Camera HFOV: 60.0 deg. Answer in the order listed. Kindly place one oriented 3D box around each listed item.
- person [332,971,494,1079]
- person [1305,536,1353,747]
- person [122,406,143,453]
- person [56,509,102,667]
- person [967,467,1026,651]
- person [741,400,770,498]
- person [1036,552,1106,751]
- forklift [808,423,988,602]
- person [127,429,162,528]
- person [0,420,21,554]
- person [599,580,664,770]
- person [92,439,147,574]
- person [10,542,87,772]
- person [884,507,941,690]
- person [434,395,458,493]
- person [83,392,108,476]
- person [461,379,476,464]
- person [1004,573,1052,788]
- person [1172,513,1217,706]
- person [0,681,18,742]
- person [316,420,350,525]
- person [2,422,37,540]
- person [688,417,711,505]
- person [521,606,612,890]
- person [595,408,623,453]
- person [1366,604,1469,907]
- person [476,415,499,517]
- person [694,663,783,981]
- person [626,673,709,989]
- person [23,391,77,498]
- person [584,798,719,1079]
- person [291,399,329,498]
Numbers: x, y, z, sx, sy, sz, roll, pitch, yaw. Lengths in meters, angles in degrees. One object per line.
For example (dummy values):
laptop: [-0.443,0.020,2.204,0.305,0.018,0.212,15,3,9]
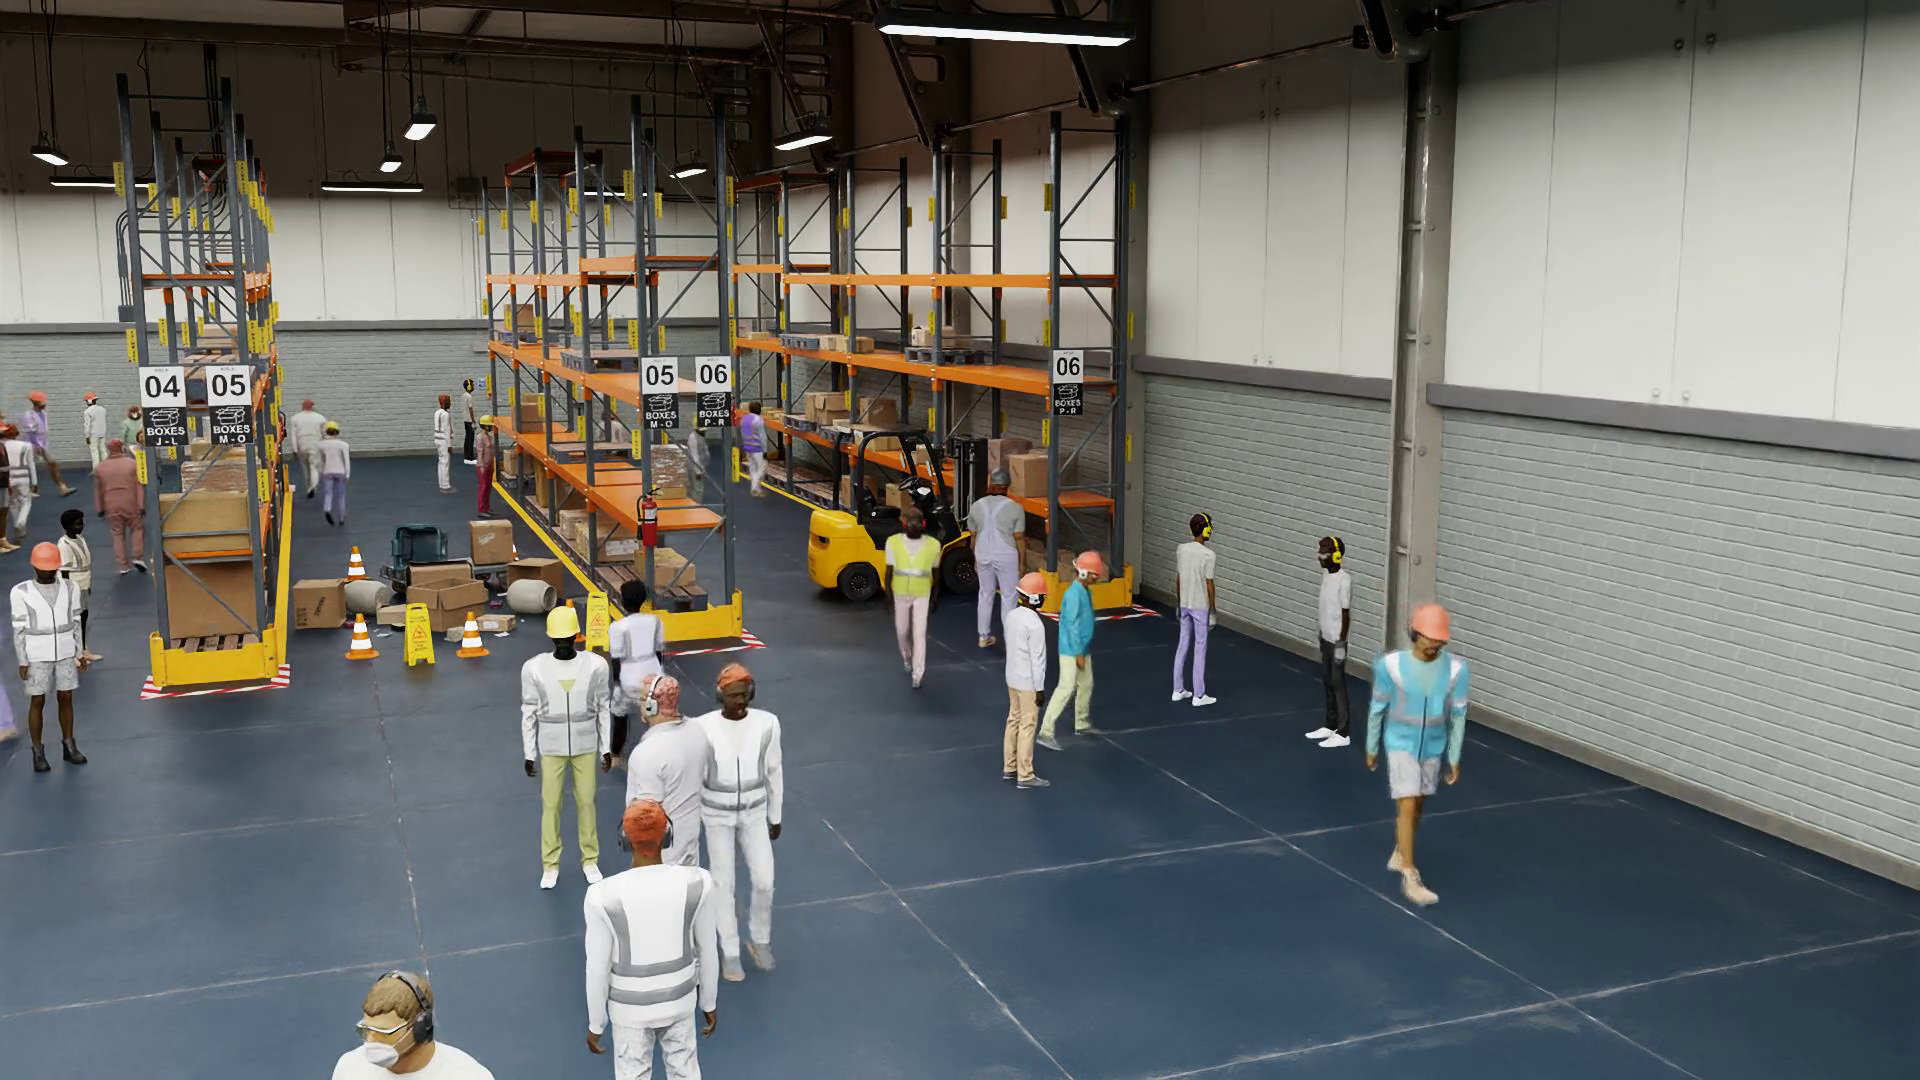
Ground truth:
person: [-1.760,2.312,5.417,0.635,1.937,0.355,3,9,17]
person: [3.277,0.887,14.637,0.326,1.863,0.506,-2,9,-10]
person: [-16.023,-1.815,32.424,0.498,1.612,0.509,-6,11,-35]
person: [-9.356,0.505,17.580,0.320,1.686,0.539,-1,9,-8]
person: [0.449,0.193,18.433,0.684,2.000,0.535,5,10,29]
person: [-3.773,-1.681,30.873,0.495,1.830,0.655,-9,13,-44]
person: [1.012,0.961,14.669,0.508,1.709,0.723,3,9,18]
forklift: [-0.830,-0.399,21.676,2.313,2.155,1.214,-4,10,-21]
person: [-13.353,-1.004,27.262,0.518,1.631,0.313,-5,10,-30]
person: [-14.291,-0.811,24.744,0.373,2.043,0.615,-1,9,-4]
person: [-2.666,1.142,13.658,0.546,1.644,0.895,-8,12,-42]
person: [-11.665,-0.462,23.093,0.659,1.873,0.477,-3,9,-15]
person: [-7.609,0.964,13.937,0.381,1.927,0.542,8,12,42]
person: [-0.475,0.550,16.896,0.566,1.821,0.858,0,9,3]
person: [-9.819,-1.833,31.699,0.359,1.880,0.575,-6,11,-32]
person: [-17.857,-2.183,34.321,0.349,1.743,0.563,2,9,13]
person: [-10.744,-2.592,36.494,0.328,1.874,0.512,-7,11,-36]
person: [0.569,1.126,13.501,0.360,1.742,0.562,-4,10,-21]
person: [2.278,0.663,16.064,0.328,1.861,0.505,-7,12,-38]
person: [-8.590,0.922,14.572,0.523,1.802,0.573,5,11,31]
person: [-10.329,-1.091,27.408,0.540,1.746,0.629,-3,9,-15]
person: [-14.695,-0.902,25.860,0.588,1.865,0.543,-3,9,-16]
person: [-4.398,-1.220,28.157,0.406,1.781,0.781,0,9,1]
person: [-2.649,1.392,11.241,0.594,1.926,0.367,-3,9,-18]
person: [-6.719,-1.731,31.832,0.524,1.619,0.352,-3,10,-20]
person: [3.055,1.375,11.195,0.609,1.999,0.976,0,9,0]
person: [-8.104,-1.264,28.496,0.337,1.757,0.518,1,9,9]
person: [-1.321,1.648,9.787,0.600,1.877,0.426,-3,9,-18]
person: [-1.683,1.692,9.422,0.409,1.909,0.641,3,10,19]
person: [-16.975,-1.752,30.814,1.002,1.991,0.622,1,9,9]
person: [-1.336,2.048,7.249,0.583,1.882,0.337,-4,10,-23]
person: [-12.128,-1.706,31.043,0.653,1.849,0.931,-3,9,-16]
